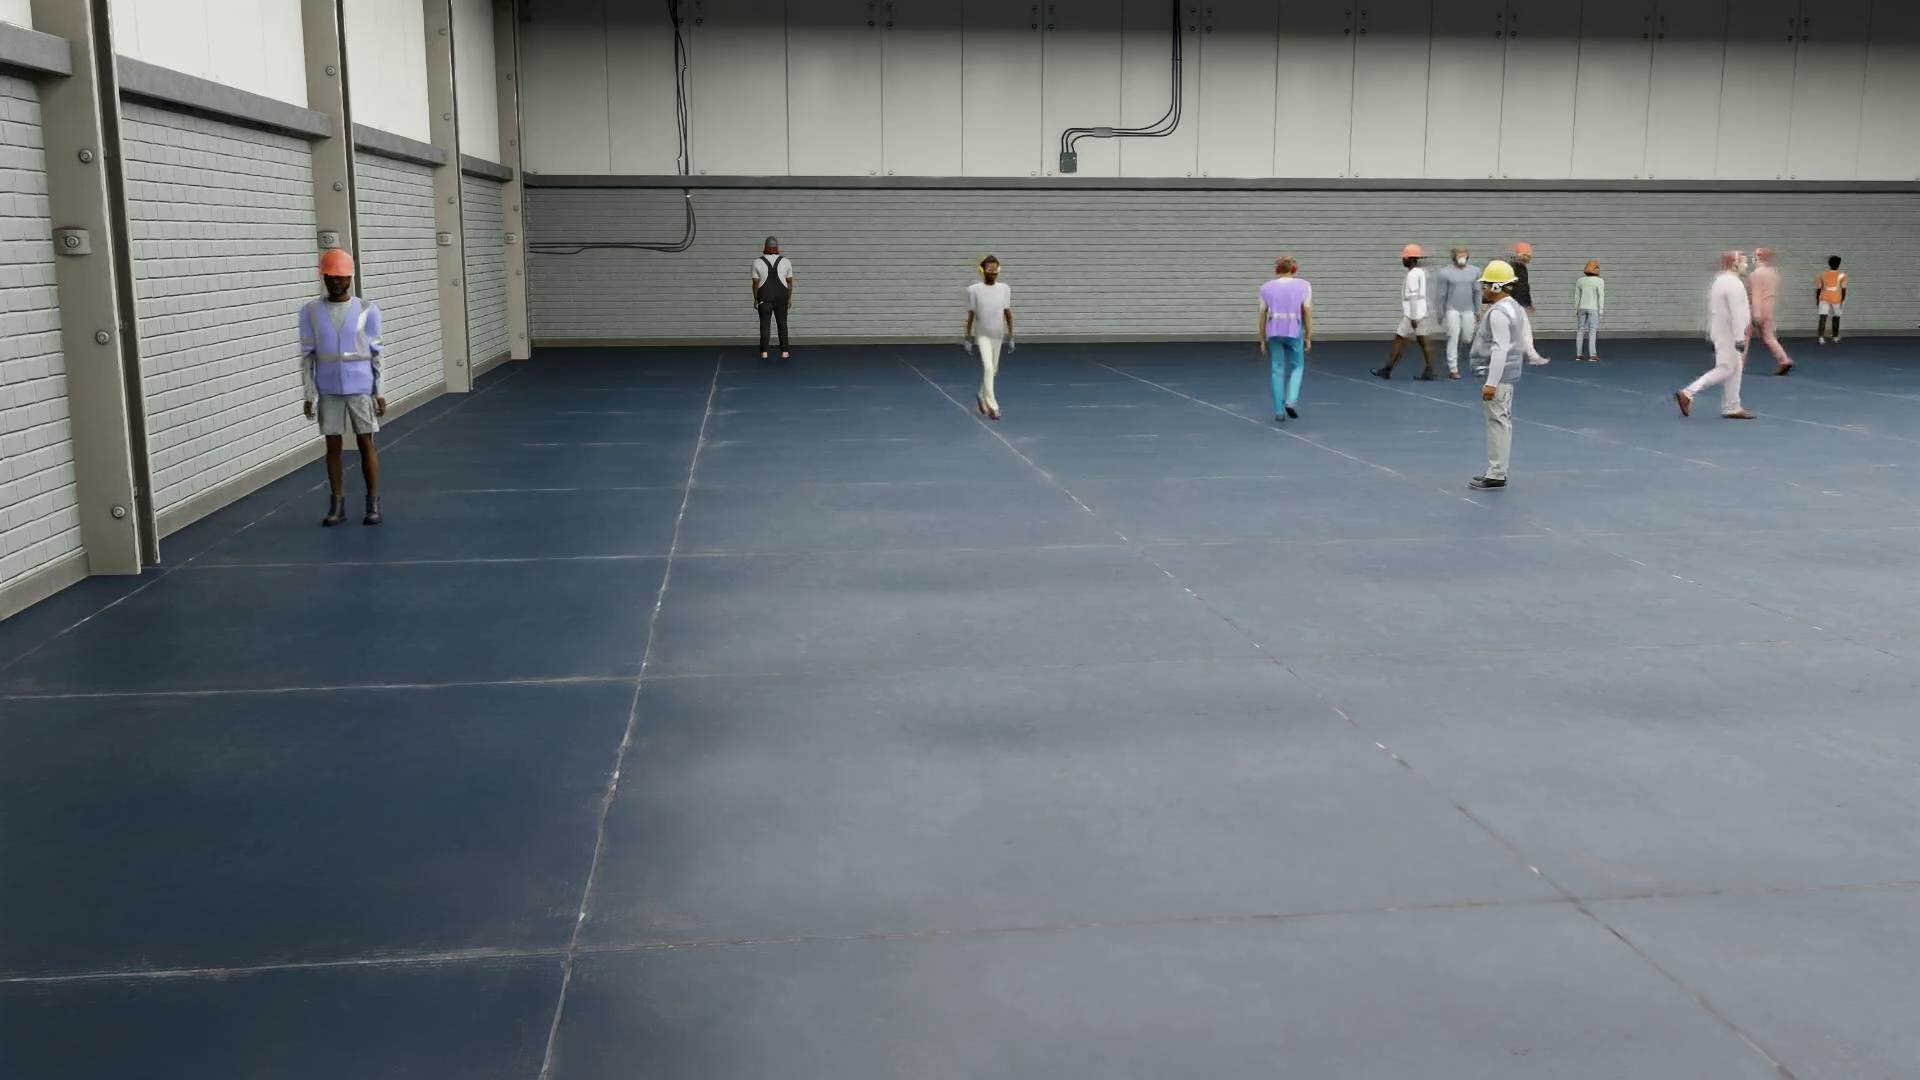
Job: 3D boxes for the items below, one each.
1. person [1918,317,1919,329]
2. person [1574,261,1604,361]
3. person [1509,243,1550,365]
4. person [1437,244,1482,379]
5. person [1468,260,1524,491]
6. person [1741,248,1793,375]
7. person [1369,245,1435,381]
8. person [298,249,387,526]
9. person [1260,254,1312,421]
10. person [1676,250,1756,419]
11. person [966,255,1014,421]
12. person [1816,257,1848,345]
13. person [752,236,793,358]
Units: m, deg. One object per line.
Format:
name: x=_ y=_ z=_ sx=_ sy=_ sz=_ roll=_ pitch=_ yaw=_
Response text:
person: x=13.709 y=-3.079 z=23.267 sx=0.552 sy=1.729 sz=0.825 roll=1 pitch=10 yaw=7
person: x=10.318 y=-3.756 z=27.277 sx=0.286 sy=1.634 sz=0.500 roll=-8 pitch=13 yaw=-38
person: x=8.874 y=-3.768 z=26.553 sx=1.077 sy=1.936 sz=0.605 roll=5 pitch=12 yaw=26
person: x=7.128 y=-3.274 z=23.861 sx=0.638 sy=1.918 sz=0.675 roll=-1 pitch=10 yaw=-3
person: x=4.287 y=-1.311 z=13.325 sx=0.404 sy=1.834 sz=0.591 roll=5 pitch=11 yaw=25
person: x=11.785 y=-3.344 z=24.399 sx=0.654 sy=1.871 sz=0.937 roll=-8 pitch=13 yaw=-39
person: x=6.313 y=-3.204 z=23.505 sx=0.962 sy=1.896 sz=0.546 roll=6 pitch=12 yaw=31
person: x=-4.333 y=-1.061 z=11.683 sx=0.567 sy=1.934 sz=0.376 roll=-2 pitch=11 yaw=-13
person: x=3.579 y=-2.223 z=18.302 sx=0.577 sy=1.832 sz=0.452 roll=3 pitch=11 yaw=18
person: x=8.457 y=-2.271 z=18.467 sx=0.797 sy=1.883 sz=0.655 roll=3 pitch=11 yaw=14
person: x=0.321 y=-2.288 z=18.712 sx=0.529 sy=1.835 sz=0.951 roll=-4 pitch=11 yaw=-19
person: x=16.454 y=-4.521 z=31.412 sx=0.549 sy=1.642 sz=0.888 roll=9 pitch=14 yaw=40
person: x=-3.162 y=-4.083 z=27.956 sx=0.682 sy=2.000 sz=0.537 roll=-2 pitch=11 yaw=-12
